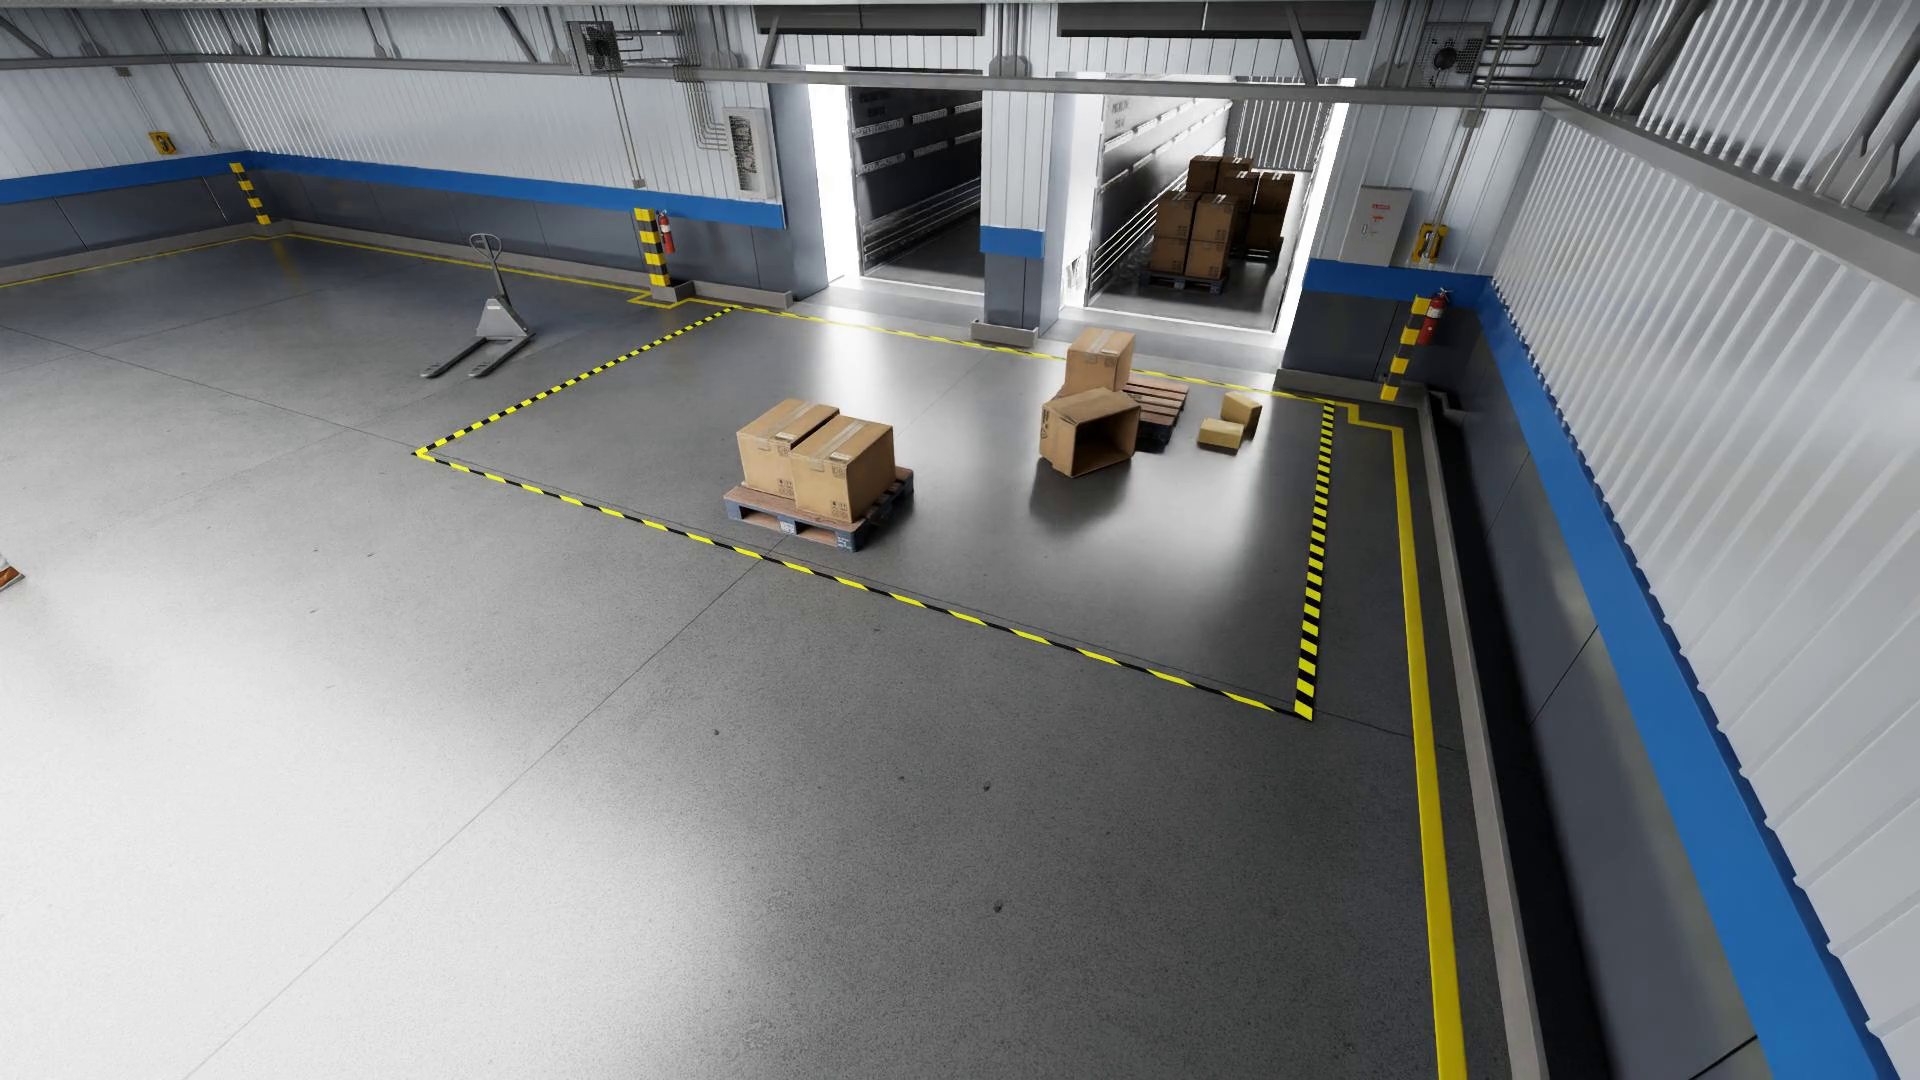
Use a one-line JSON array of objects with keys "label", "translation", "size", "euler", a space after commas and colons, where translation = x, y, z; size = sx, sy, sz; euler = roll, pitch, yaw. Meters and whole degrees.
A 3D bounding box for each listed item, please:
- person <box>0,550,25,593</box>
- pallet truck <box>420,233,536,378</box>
[{"label": "person", "translation": [-6.906, -0.456, 4.649], "size": [0.603, 1.949, 0.394], "euler": [8, 36, 11]}, {"label": "pallet truck", "translation": [-5.664, -2.712, 8.427], "size": [0.680, 1.201, 1.601], "euler": [0, 35, -1]}]
